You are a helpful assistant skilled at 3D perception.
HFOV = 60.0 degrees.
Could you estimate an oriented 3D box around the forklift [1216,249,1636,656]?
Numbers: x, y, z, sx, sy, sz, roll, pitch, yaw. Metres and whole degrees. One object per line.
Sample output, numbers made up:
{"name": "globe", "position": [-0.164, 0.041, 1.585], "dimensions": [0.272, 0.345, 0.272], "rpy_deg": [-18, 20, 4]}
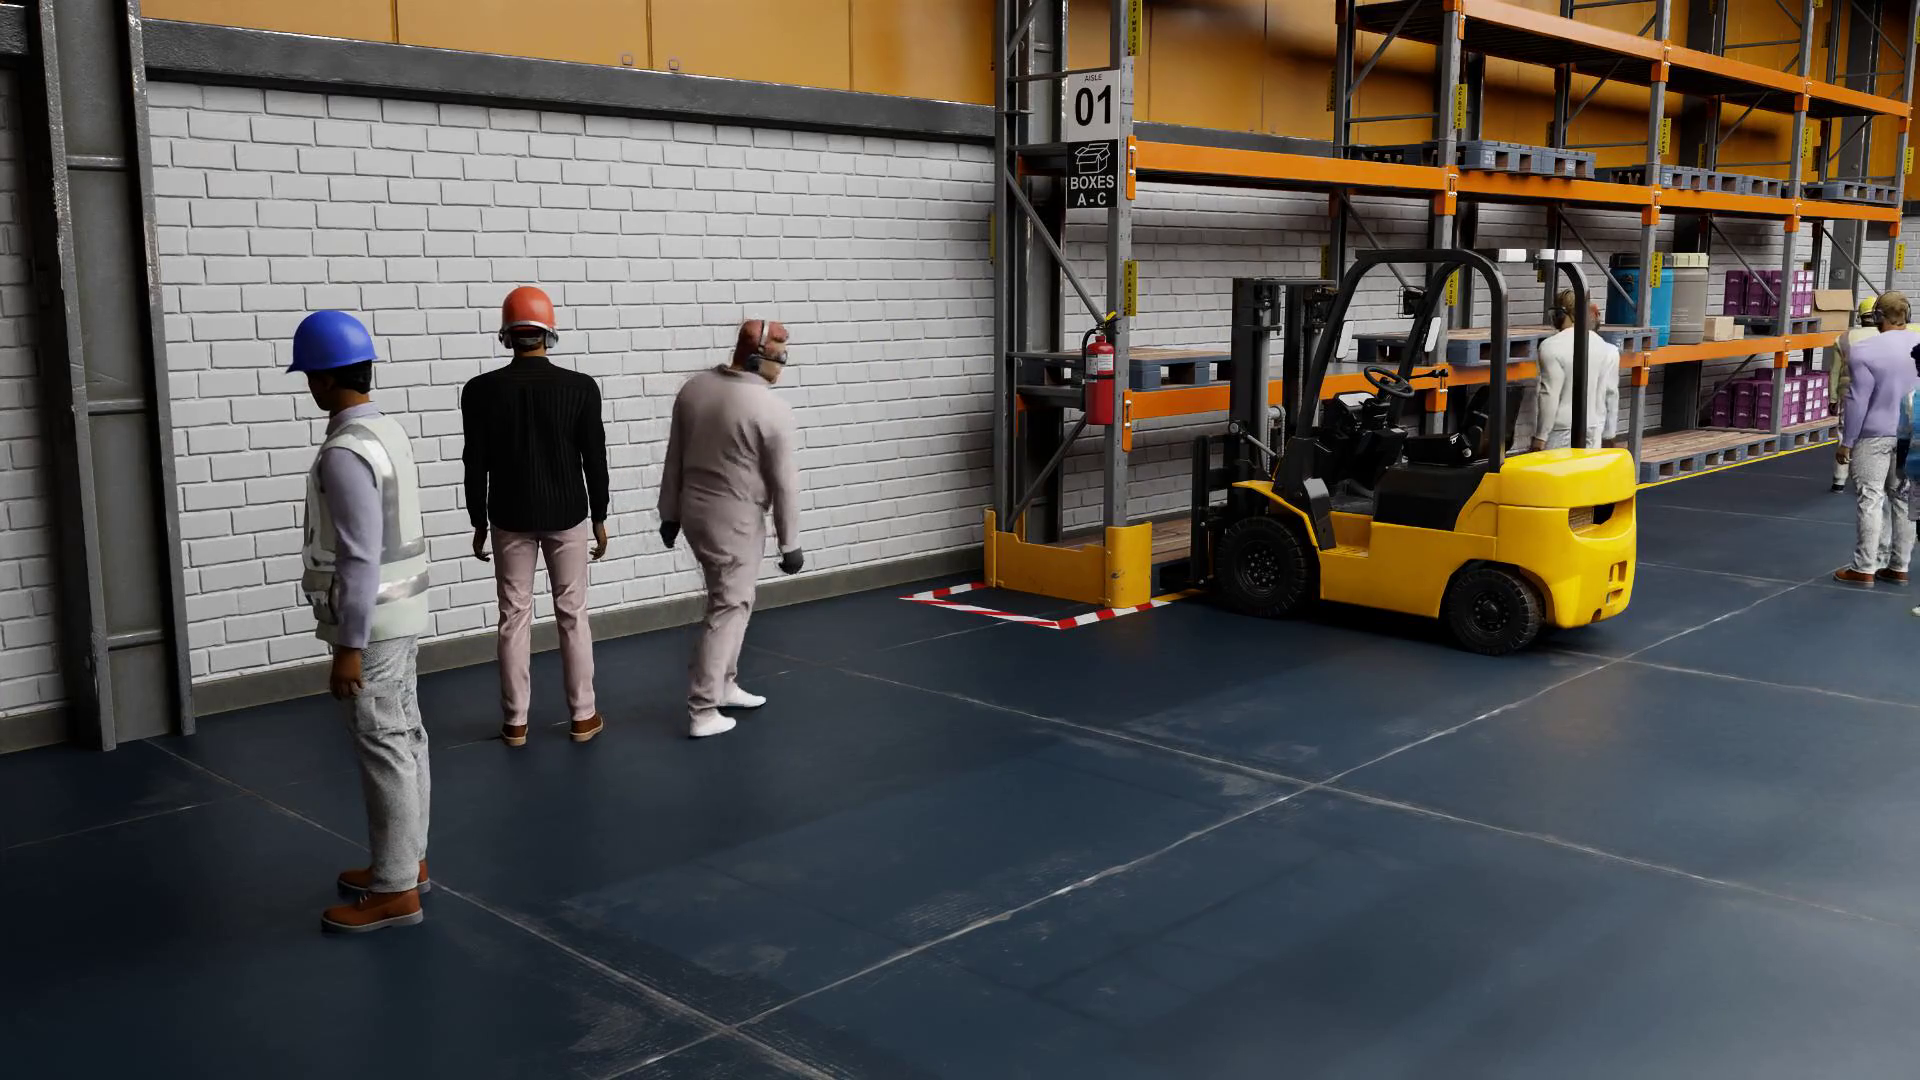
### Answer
{"name": "forklift", "position": [2.710, -0.584, 9.626], "dimensions": [2.313, 2.155, 1.214], "rpy_deg": [9, 13, 43]}

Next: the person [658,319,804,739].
{"name": "person", "position": [-0.980, -0.047, 7.400], "dimensions": [0.631, 1.858, 0.734], "rpy_deg": [-9, 13, -44]}

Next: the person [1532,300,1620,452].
{"name": "person", "position": [4.433, -0.807, 12.001], "dimensions": [0.603, 1.866, 0.690], "rpy_deg": [1, 9, 5]}

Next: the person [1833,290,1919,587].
{"name": "person", "position": [6.024, -0.652, 10.841], "dimensions": [0.627, 1.934, 0.371], "rpy_deg": [-1, 9, -8]}

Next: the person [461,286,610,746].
{"name": "person", "position": [-1.833, -0.096, 7.236], "dimensions": [0.611, 1.997, 0.375], "rpy_deg": [-2, 9, -11]}

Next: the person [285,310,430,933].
{"name": "person", "position": [-1.874, 0.257, 5.238], "dimensions": [0.402, 1.943, 0.605], "rpy_deg": [-1, 9, -7]}

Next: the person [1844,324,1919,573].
{"name": "person", "position": [6.479, -0.612, 11.301], "dimensions": [0.768, 1.715, 0.504], "rpy_deg": [1, 9, 5]}

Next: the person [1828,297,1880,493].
{"name": "person", "position": [8.324, -1.319, 15.308], "dimensions": [0.605, 1.821, 0.417], "rpy_deg": [7, 11, 35]}

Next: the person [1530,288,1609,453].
{"name": "person", "position": [4.139, -0.736, 11.352], "dimensions": [0.637, 1.939, 0.358], "rpy_deg": [-6, 11, -33]}

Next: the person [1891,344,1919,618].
{"name": "person", "position": [5.867, -0.367, 9.922], "dimensions": [0.420, 1.665, 0.547], "rpy_deg": [-5, 11, -29]}
